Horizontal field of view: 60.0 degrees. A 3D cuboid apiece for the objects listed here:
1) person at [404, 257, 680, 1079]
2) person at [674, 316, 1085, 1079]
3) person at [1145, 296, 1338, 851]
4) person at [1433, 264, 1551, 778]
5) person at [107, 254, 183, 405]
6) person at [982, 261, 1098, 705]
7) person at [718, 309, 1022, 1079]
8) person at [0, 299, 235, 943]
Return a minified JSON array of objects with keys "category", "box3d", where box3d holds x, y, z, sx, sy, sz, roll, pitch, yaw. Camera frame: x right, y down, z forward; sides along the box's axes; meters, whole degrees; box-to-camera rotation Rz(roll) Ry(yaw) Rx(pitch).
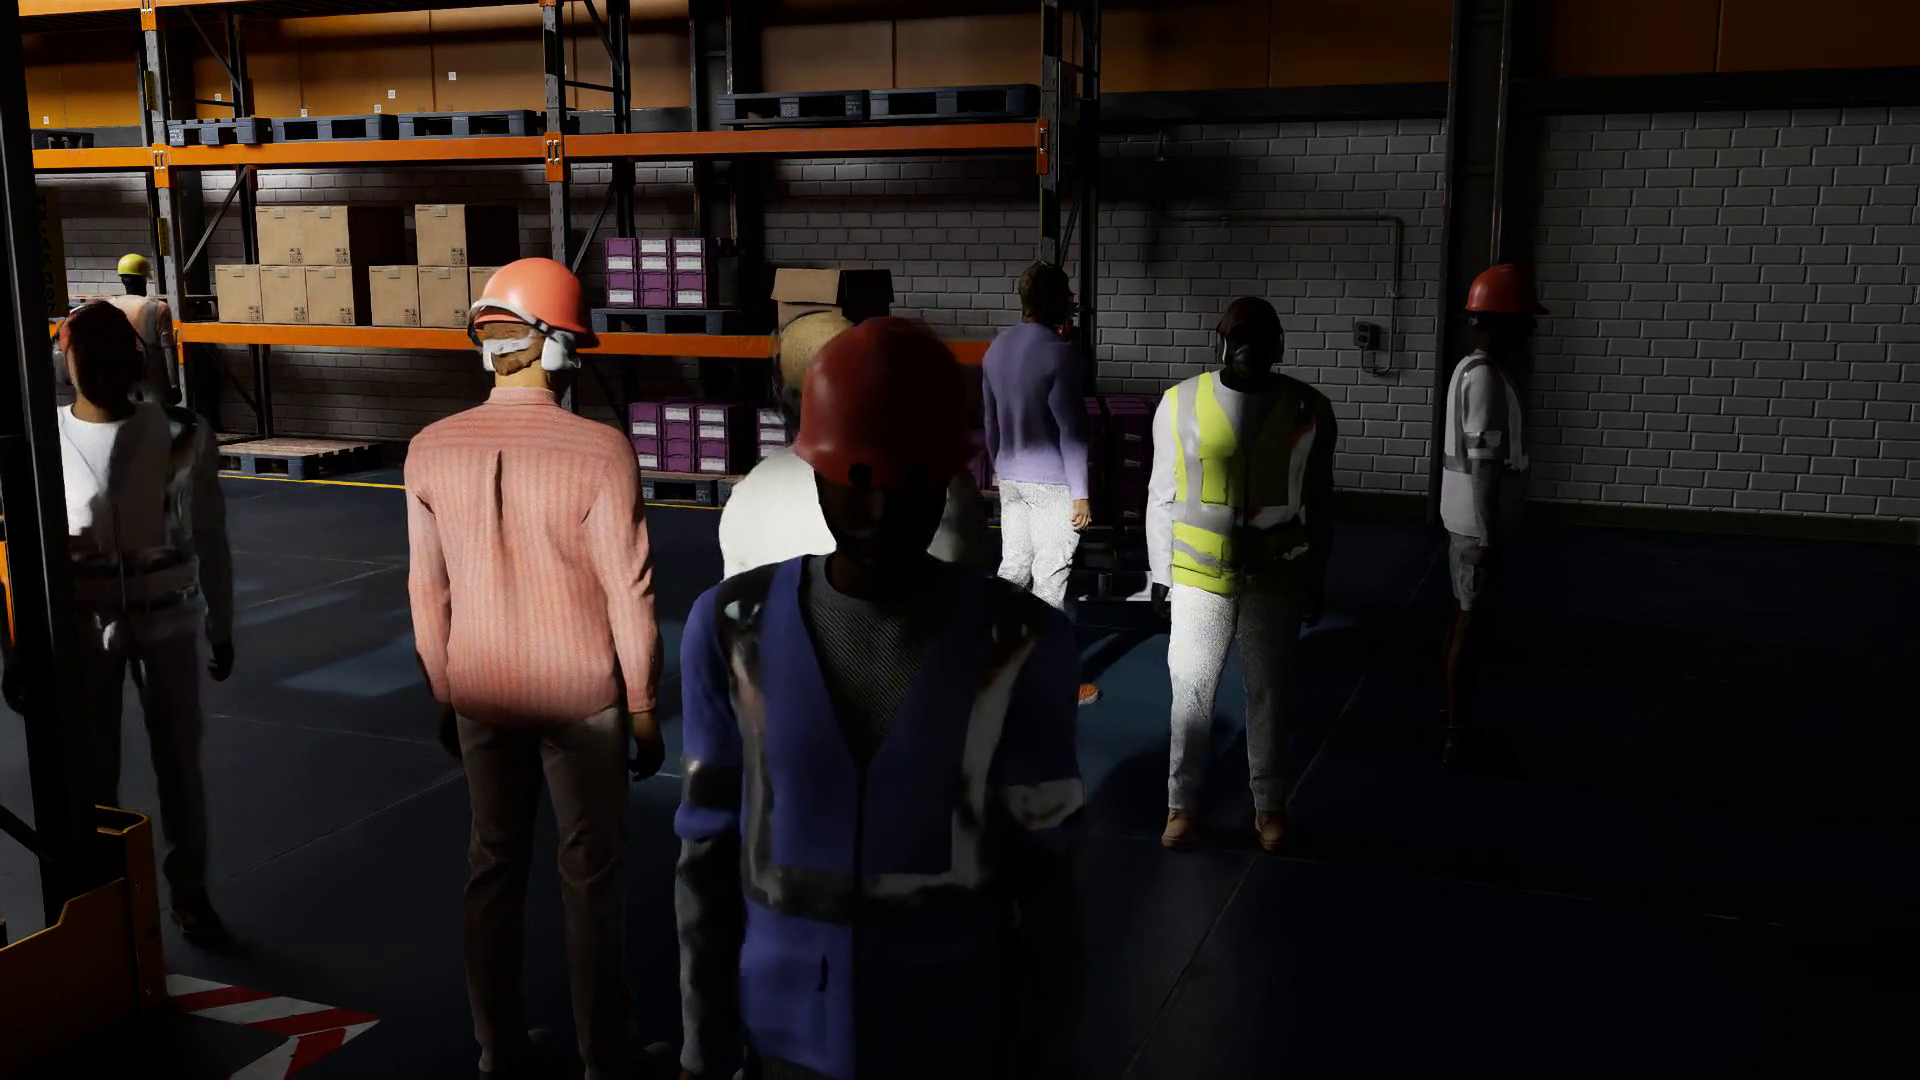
[{"category":"person","box3d":[-0.953,0.355,3.838,0.611,1.985,0.393,3,11,17]},{"category":"person","box3d":[-0.114,0.664,2.275,0.555,1.929,0.377,1,10,4]},{"category":"person","box3d":[0.930,0.120,5.539,0.627,1.847,0.429,1,10,5]},{"category":"person","box3d":[2.022,-0.074,6.359,0.357,1.937,0.551,2,10,12]},{"category":"person","box3d":[-6.354,-1.250,12.937,0.587,1.929,0.361,0,10,0]},{"category":"person","box3d":[0.350,-0.237,7.274,0.360,1.939,0.640,-8,13,-36]},{"category":"person","box3d":[-0.107,0.471,3.481,0.698,1.885,0.605,8,13,37]},{"category":"person","box3d":[-2.351,0.267,4.663,0.597,1.872,0.391,-6,12,-28]}]
